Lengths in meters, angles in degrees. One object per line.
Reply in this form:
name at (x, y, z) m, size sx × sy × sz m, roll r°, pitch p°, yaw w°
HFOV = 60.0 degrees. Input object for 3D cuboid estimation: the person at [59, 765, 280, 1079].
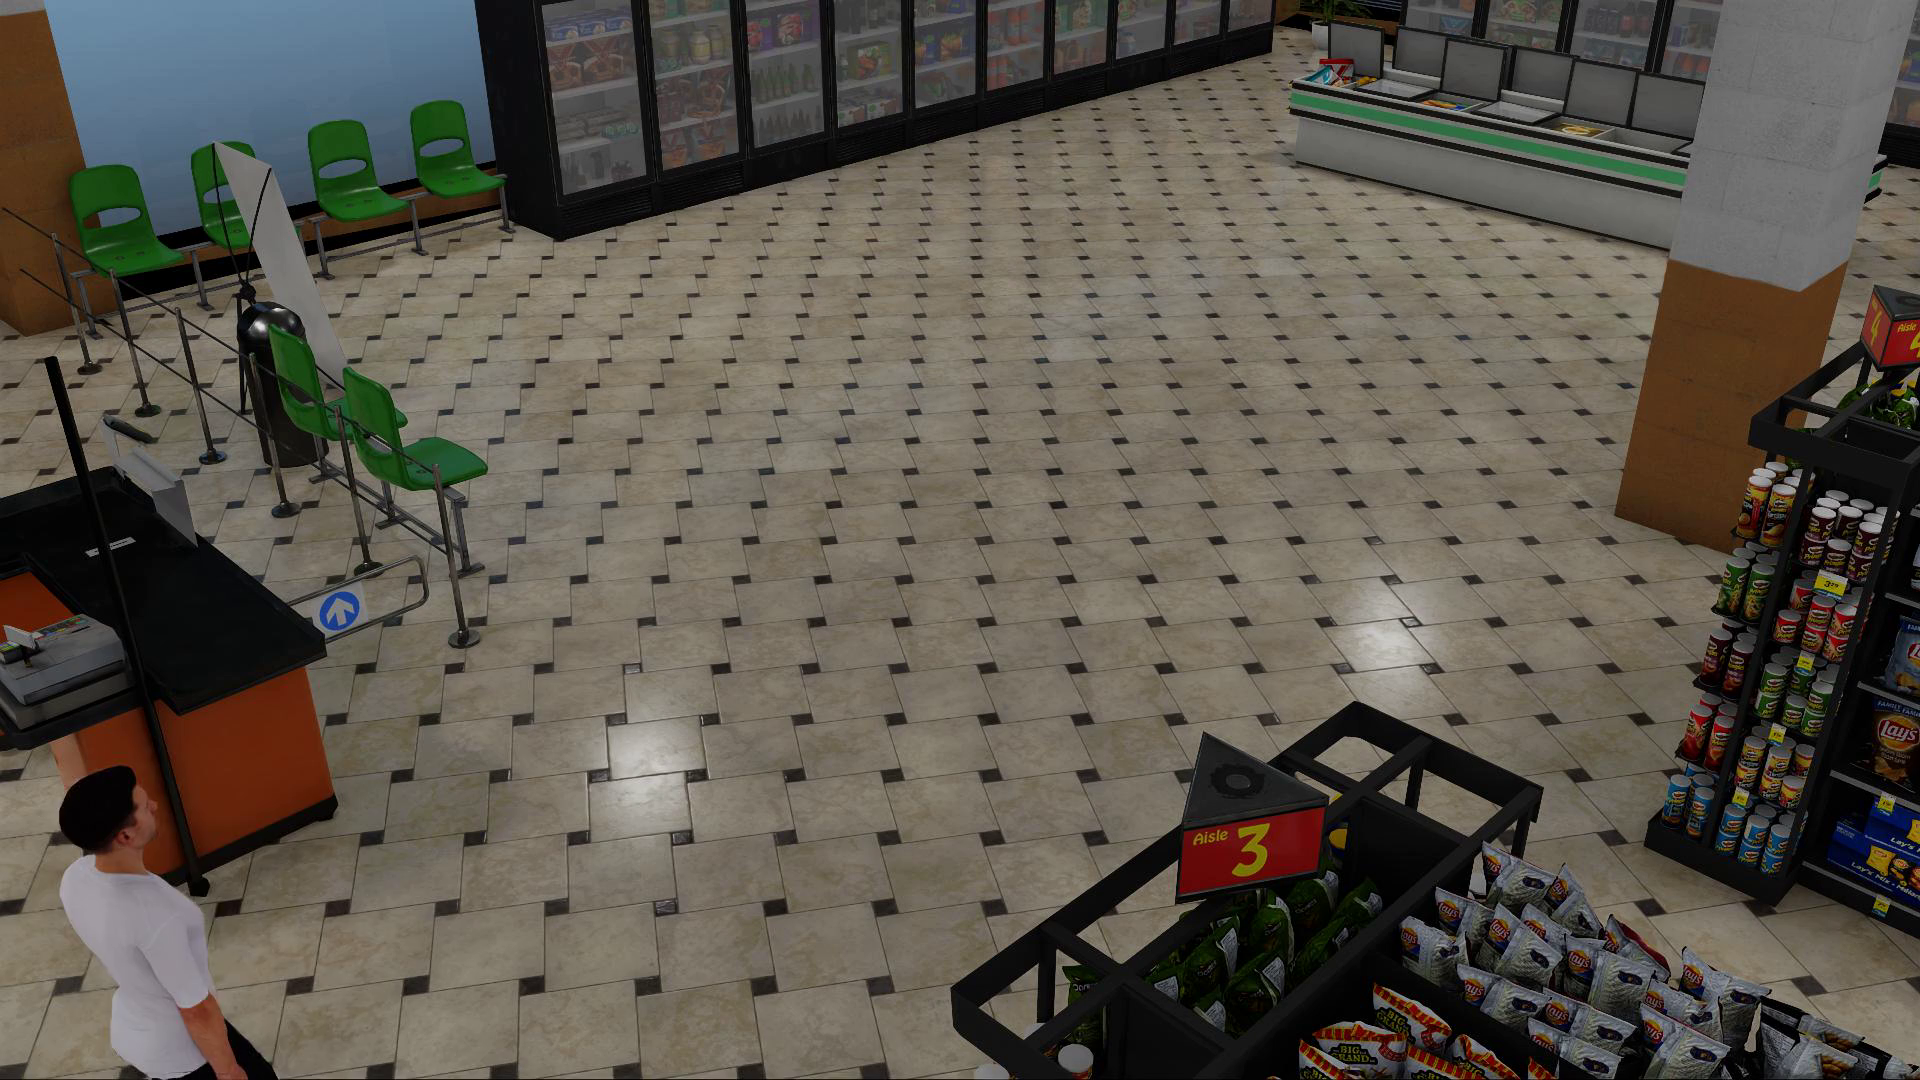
person at (-2.330, 1.479, 4.810) m, size 0.757 × 1.844 × 0.814 m, roll 18°, pitch 34°, yaw 30°
